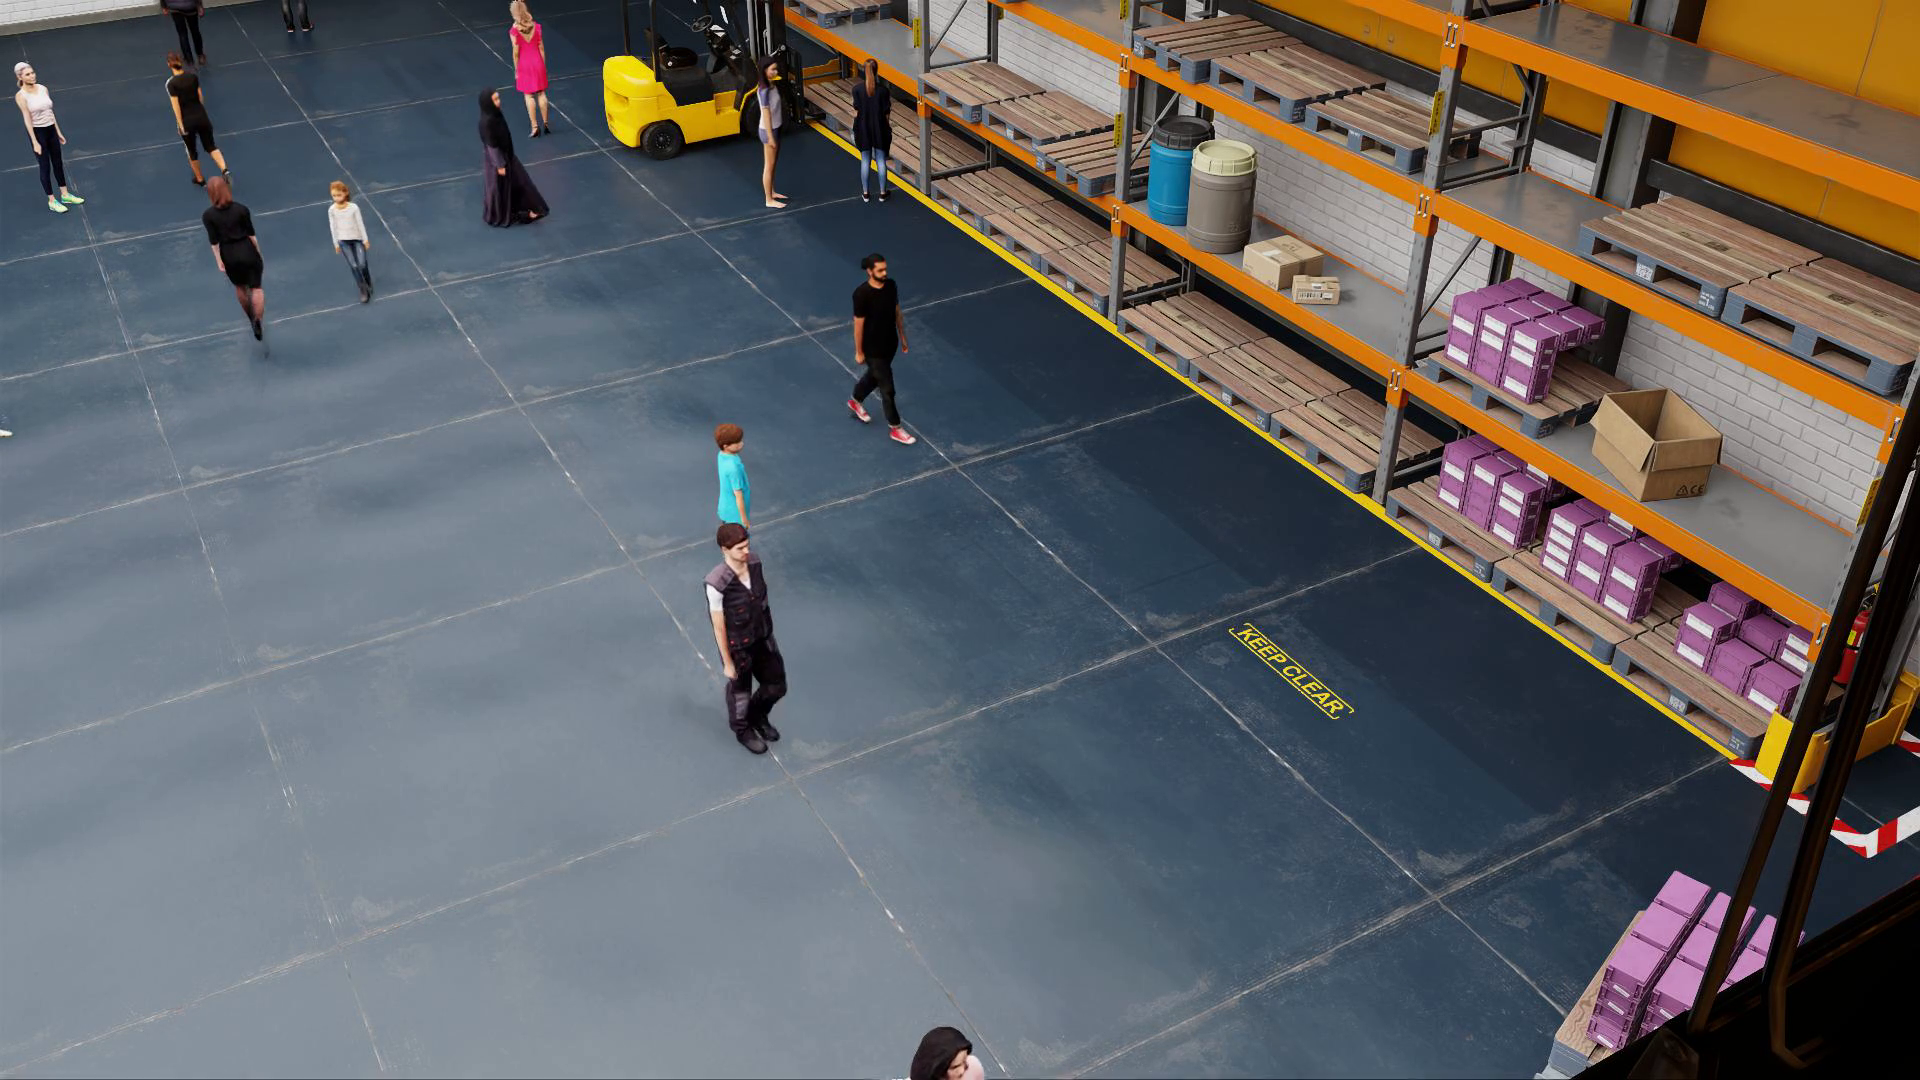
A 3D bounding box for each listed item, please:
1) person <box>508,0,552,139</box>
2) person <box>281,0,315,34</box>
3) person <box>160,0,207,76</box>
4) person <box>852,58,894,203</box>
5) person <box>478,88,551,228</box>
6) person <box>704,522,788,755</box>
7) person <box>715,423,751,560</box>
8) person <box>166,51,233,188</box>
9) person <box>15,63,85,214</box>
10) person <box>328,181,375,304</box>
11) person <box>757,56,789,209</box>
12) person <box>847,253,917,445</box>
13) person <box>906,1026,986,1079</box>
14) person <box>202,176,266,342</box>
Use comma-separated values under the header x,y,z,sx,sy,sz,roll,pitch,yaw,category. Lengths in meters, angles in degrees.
x,y,z,sx,sy,sz,roll,pitch,yaw,category
-5.456,-5.999,21.158,0.602,1.720,0.574,-16,37,-23,person
-10.102,-8.548,24.916,0.706,1.805,0.669,-4,34,-6,person
-10.829,-7.352,23.129,0.876,1.792,1.221,-10,35,-14,person
-1.017,-4.762,19.329,0.719,1.684,0.747,3,34,5,person
-5.256,-4.299,18.702,1.078,1.608,1.034,7,34,10,person
-1.509,0.633,11.075,0.738,1.836,0.746,25,41,32,person
-1.744,-0.245,12.746,0.600,1.448,0.454,-14,36,-20,person
-8.979,-4.911,19.589,1.038,1.645,0.788,24,41,32,person
-10.558,-4.656,19.154,0.735,1.702,0.677,9,35,13,person
-6.268,-3.105,17.175,0.589,1.309,0.664,-6,34,-9,person
-2.193,-4.733,19.242,0.724,1.732,0.630,3,34,4,person
-0.779,-1.748,14.753,1.223,1.730,0.917,24,41,32,person
-0.137,2.835,7.857,0.673,1.732,1.034,-16,37,-22,person
-7.018,-2.702,16.234,0.723,1.680,1.032,-11,35,-16,person
